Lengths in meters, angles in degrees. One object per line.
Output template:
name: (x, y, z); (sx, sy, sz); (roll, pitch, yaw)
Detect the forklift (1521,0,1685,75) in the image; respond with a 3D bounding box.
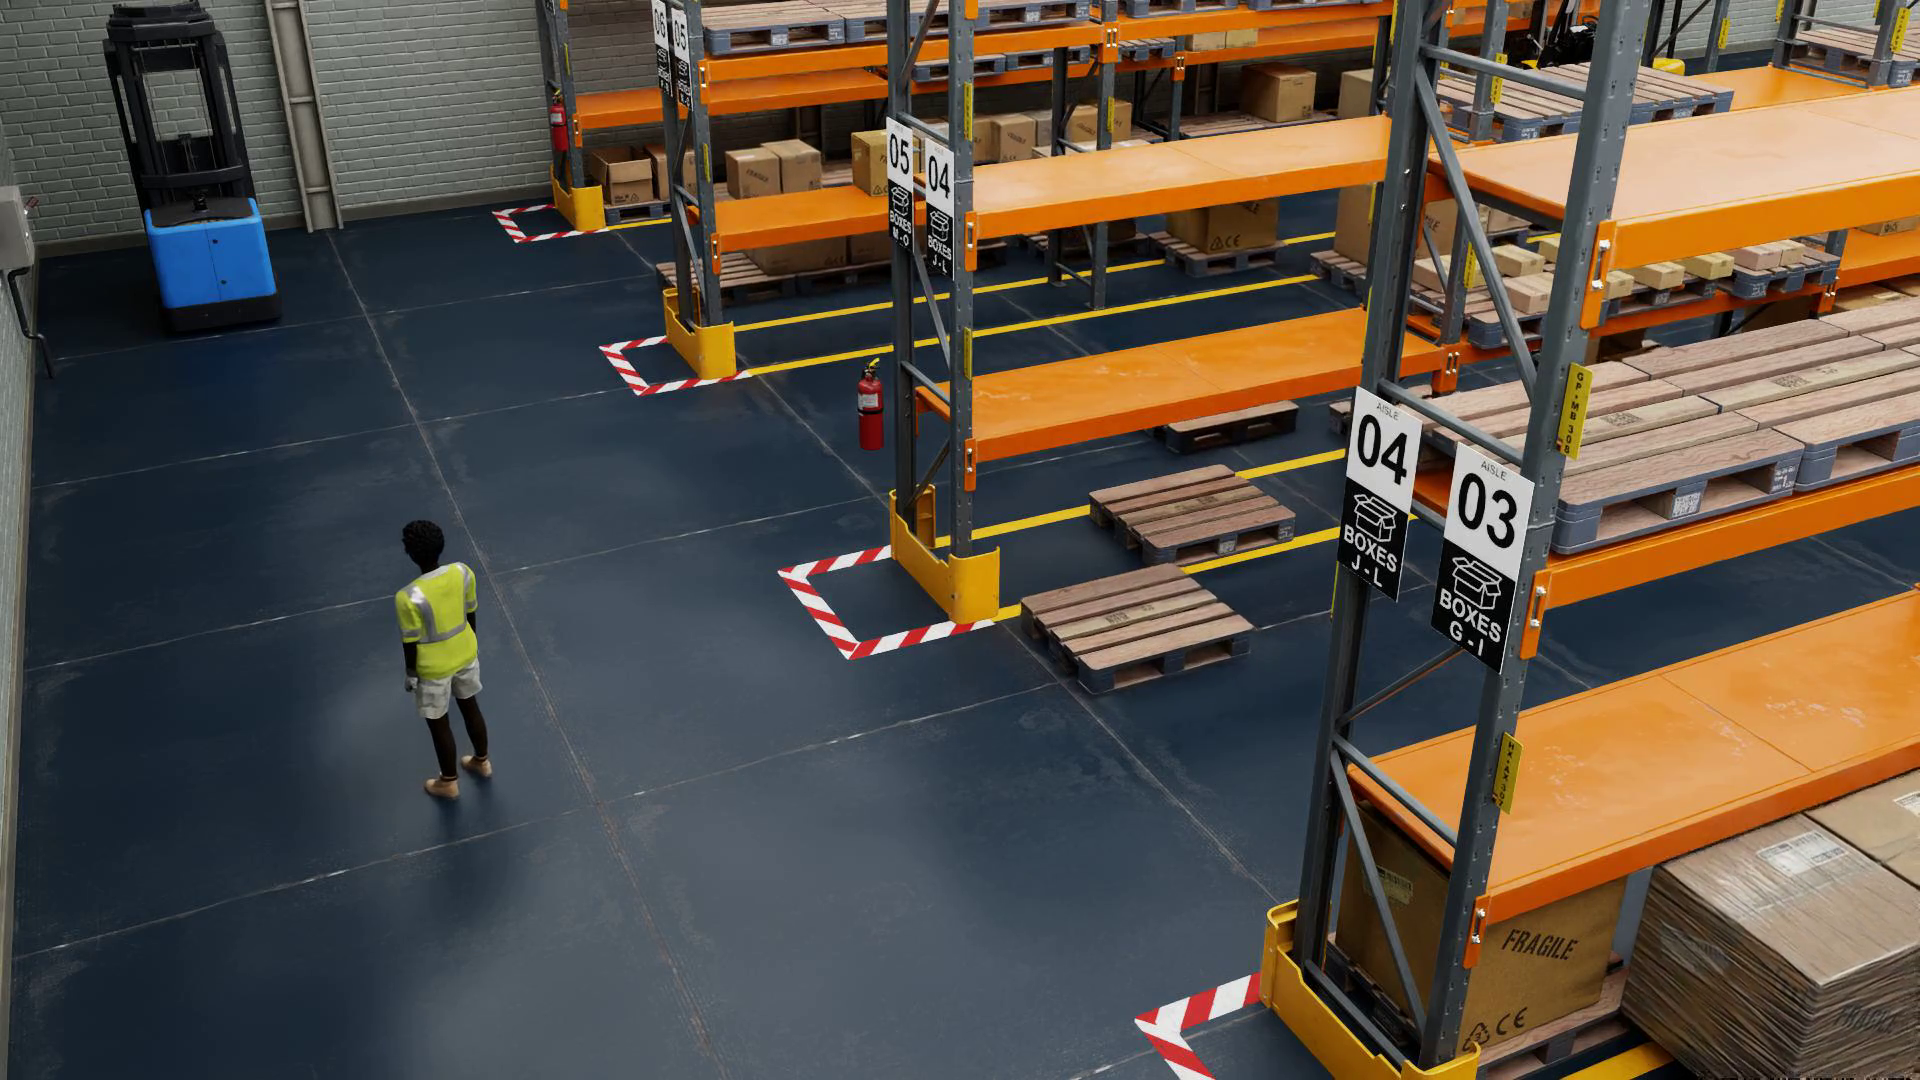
forklift: (8.950, -6.807, 23.056); (1.214, 2.155, 2.313); (-12, 30, -22)

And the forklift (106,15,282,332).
forklift: (-7.548, -3.672, 16.323); (1.129, 2.768, 1.873); (-12, 30, -22)

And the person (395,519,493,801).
person: (-2.880, 0.665, 9.287); (0.319, 1.687, 0.537); (15, 31, 26)
